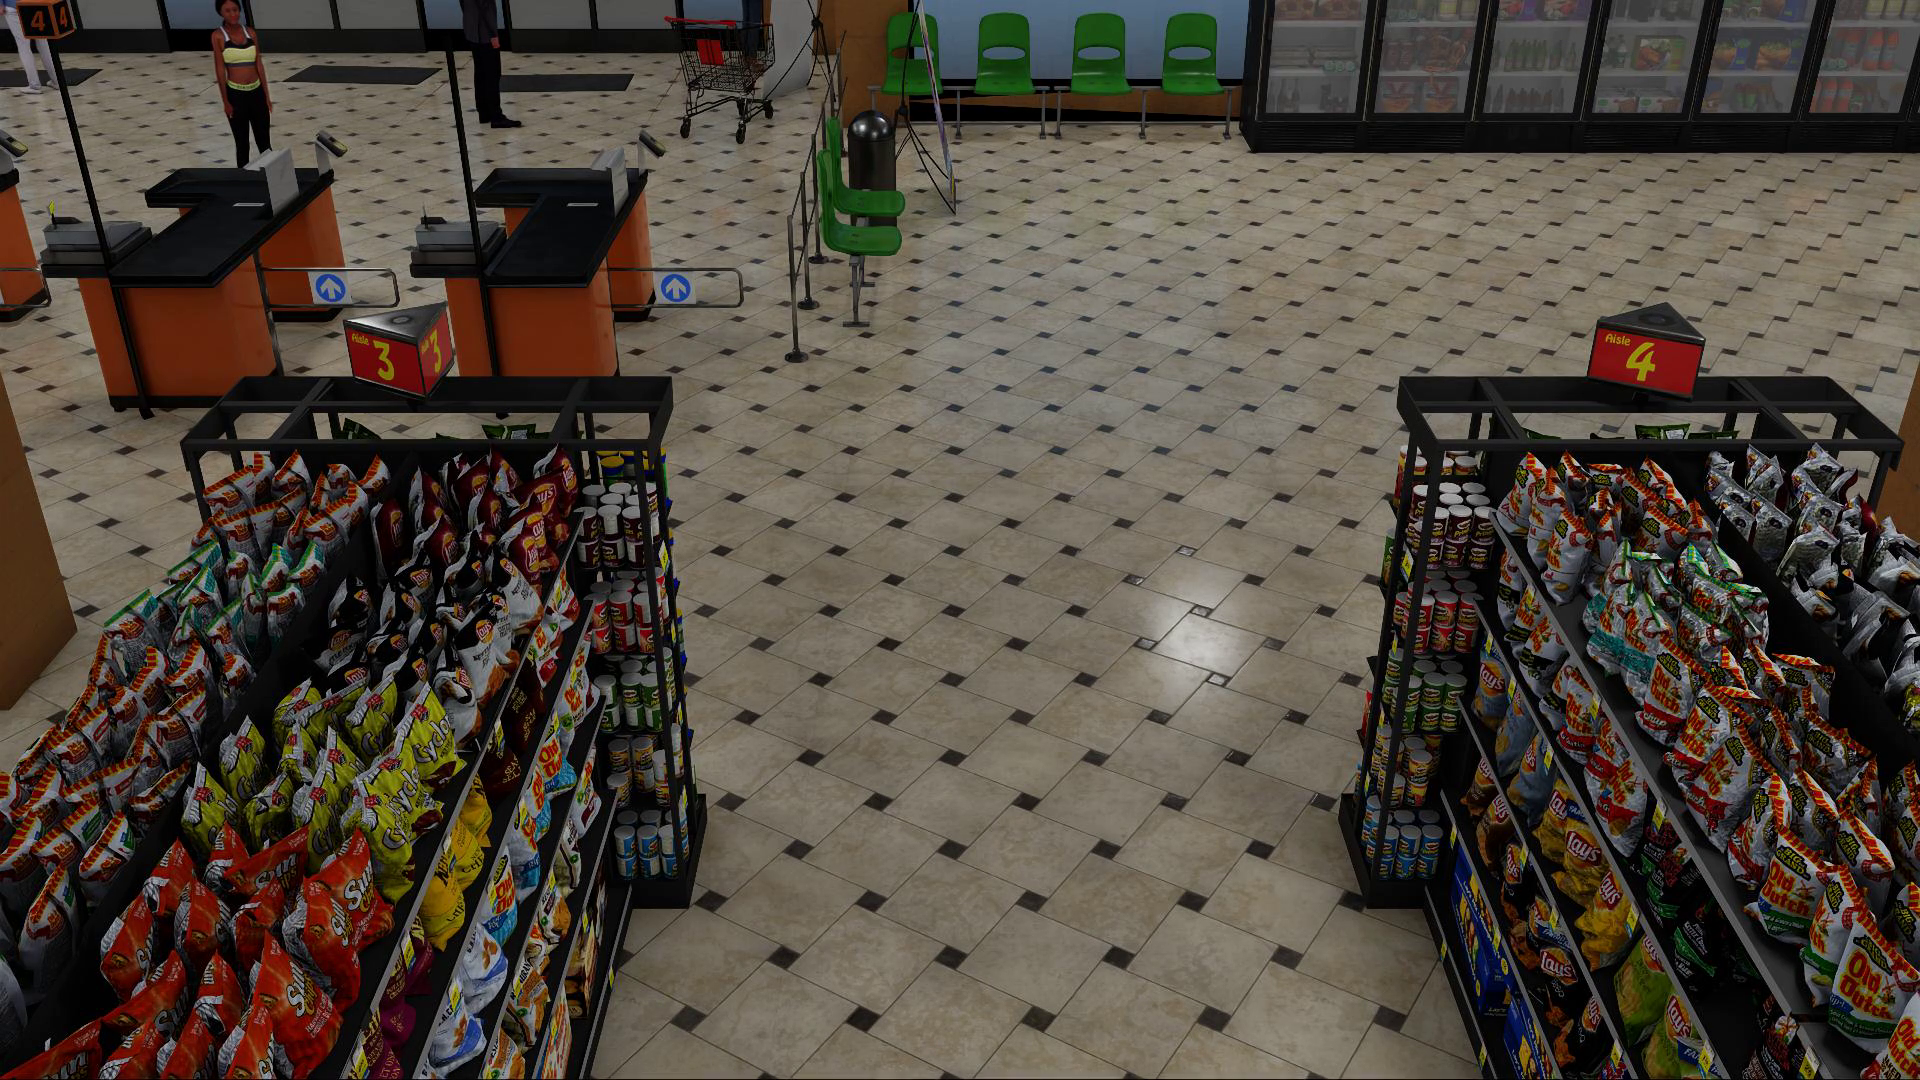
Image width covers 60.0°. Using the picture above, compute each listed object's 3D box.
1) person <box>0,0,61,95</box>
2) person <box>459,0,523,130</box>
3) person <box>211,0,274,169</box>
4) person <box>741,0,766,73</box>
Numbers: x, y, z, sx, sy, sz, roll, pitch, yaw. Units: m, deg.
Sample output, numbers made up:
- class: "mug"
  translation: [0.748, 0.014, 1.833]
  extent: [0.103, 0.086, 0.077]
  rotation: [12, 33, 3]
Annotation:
- class: "person"
  translation: [-9.850, -5.653, 17.434]
  extent: [0.804, 1.887, 0.696]
  rotation: [17, 33, 28]
- class: "person"
  translation: [-4.666, -4.986, 16.257]
  extent: [0.863, 1.842, 0.775]
  rotation: [-21, 35, -34]
- class: "person"
  translation: [-6.014, -3.698, 13.991]
  extent: [0.639, 1.755, 0.695]
  rotation: [-24, 37, -37]
- class: "person"
  translation: [-2.317, -6.108, 18.367]
  extent: [0.734, 1.790, 0.620]
  rotation: [-15, 32, -26]
